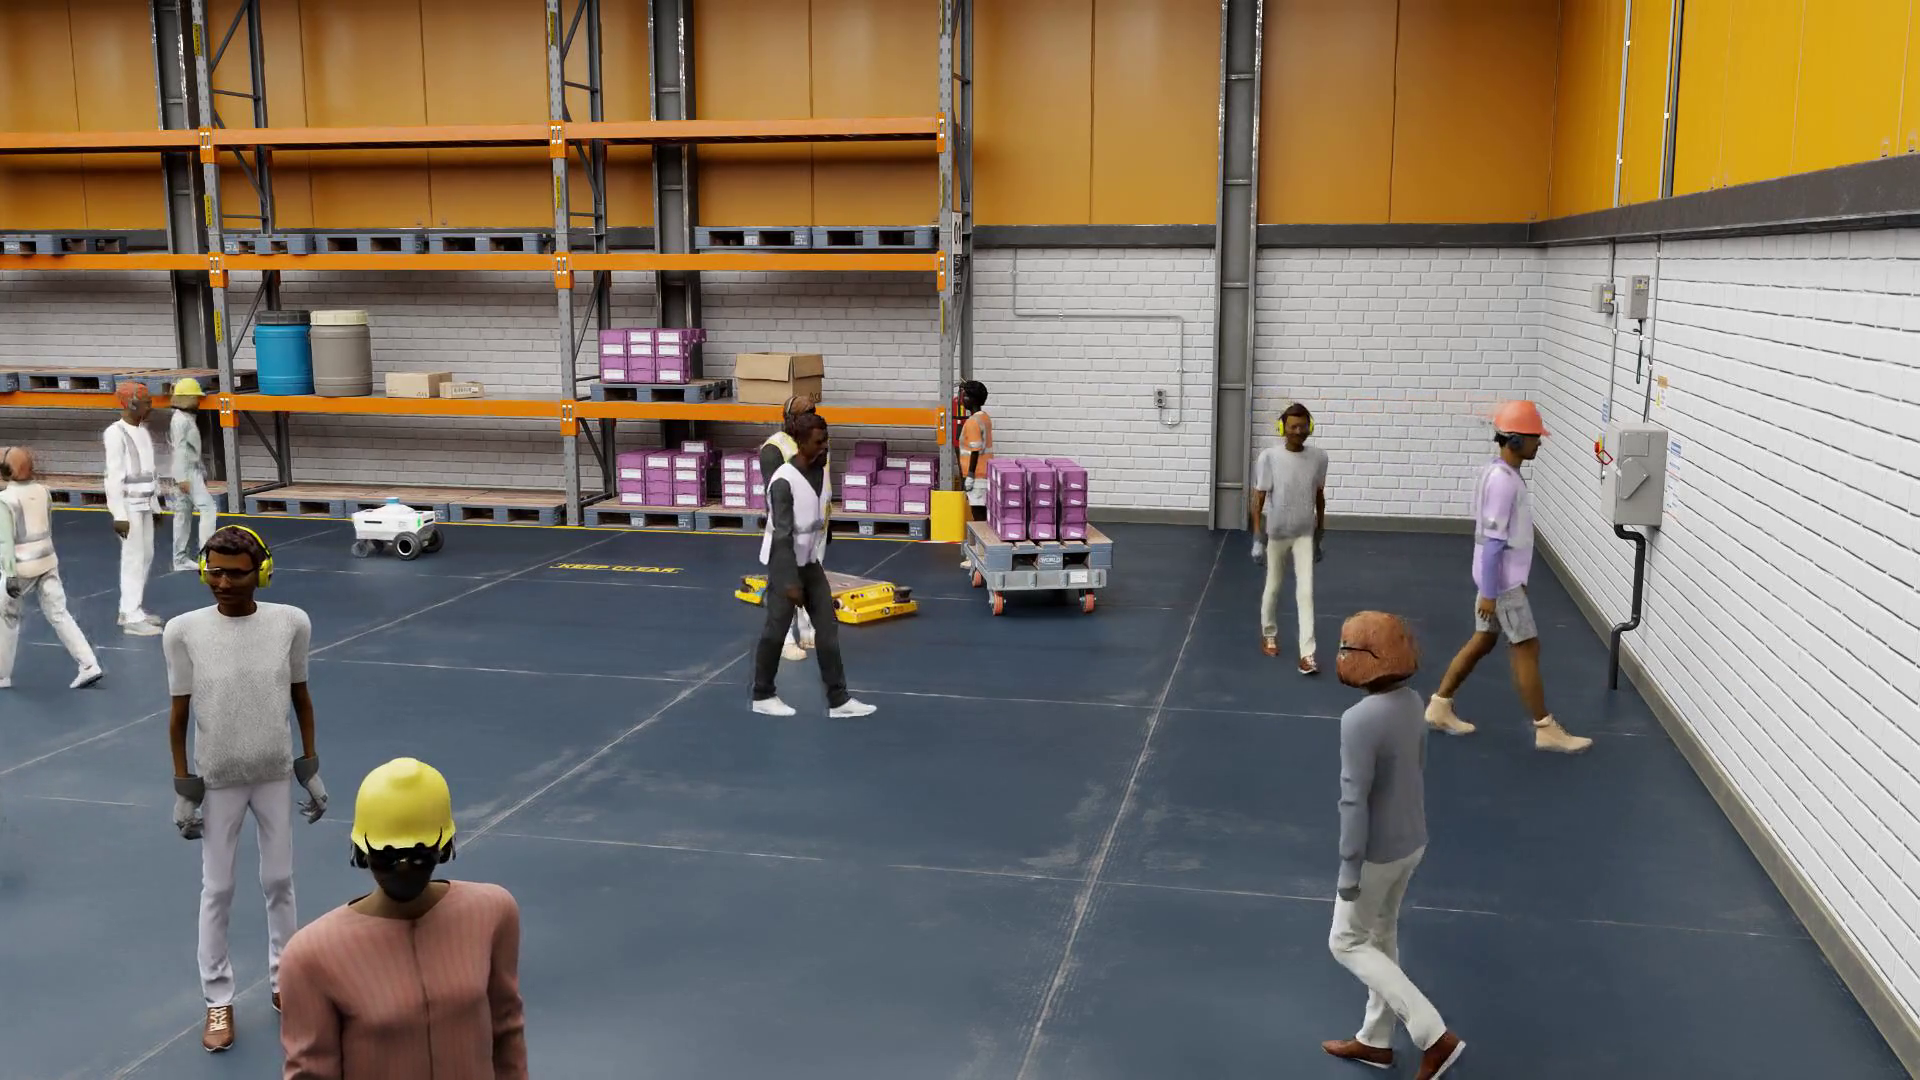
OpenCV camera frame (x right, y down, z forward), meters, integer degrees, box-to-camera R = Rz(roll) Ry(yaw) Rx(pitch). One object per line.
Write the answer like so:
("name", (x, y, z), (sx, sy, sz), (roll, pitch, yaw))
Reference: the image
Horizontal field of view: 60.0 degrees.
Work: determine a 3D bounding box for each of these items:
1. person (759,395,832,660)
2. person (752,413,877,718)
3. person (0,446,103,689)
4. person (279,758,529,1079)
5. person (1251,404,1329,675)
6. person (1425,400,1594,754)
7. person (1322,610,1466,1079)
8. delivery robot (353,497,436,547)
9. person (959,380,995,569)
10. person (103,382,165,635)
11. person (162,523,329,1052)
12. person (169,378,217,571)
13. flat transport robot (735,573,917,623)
("person", (-1.111, -0.097, 11.667), (0.429, 1.842, 0.633), (6, 11, 33))
("person", (-0.906, 0.173, 9.967), (0.907, 1.868, 0.601), (5, 11, 25))
("person", (-5.966, 0.186, 10.708), (0.843, 1.599, 0.530), (2, 10, 10))
("person", (-1.149, 1.313, 3.547), (0.534, 1.766, 0.317), (-8, 13, -40))
("person", (2.251, -0.027, 11.356), (0.558, 1.811, 0.998), (0, 10, -3))
("person", (3.125, 0.198, 9.482), (0.957, 2.000, 0.625), (3, 10, 18))
("person", (1.465, 1.048, 5.541), (0.492, 1.620, 0.507), (8, 12, 40))
("delivery robot", (-5.293, -0.160, 15.566), (0.707, 0.478, 0.477), (2, 10, 11))
("person", (0.154, -0.587, 14.998), (0.322, 1.696, 0.536), (2, 10, 14))
("person", (-6.184, -0.226, 12.405), (0.424, 1.872, 0.643), (-1, 10, -4))
("person", (-2.529, 0.862, 5.932), (0.521, 1.864, 0.335), (-6, 11, -33))
("person", (-6.789, -0.581, 14.853), (0.618, 1.719, 0.513), (-4, 10, -21))
("flat transport robot", (-1.082, 0.421, 13.243), (1.431, 0.197, 0.652), (9, 13, 42))
